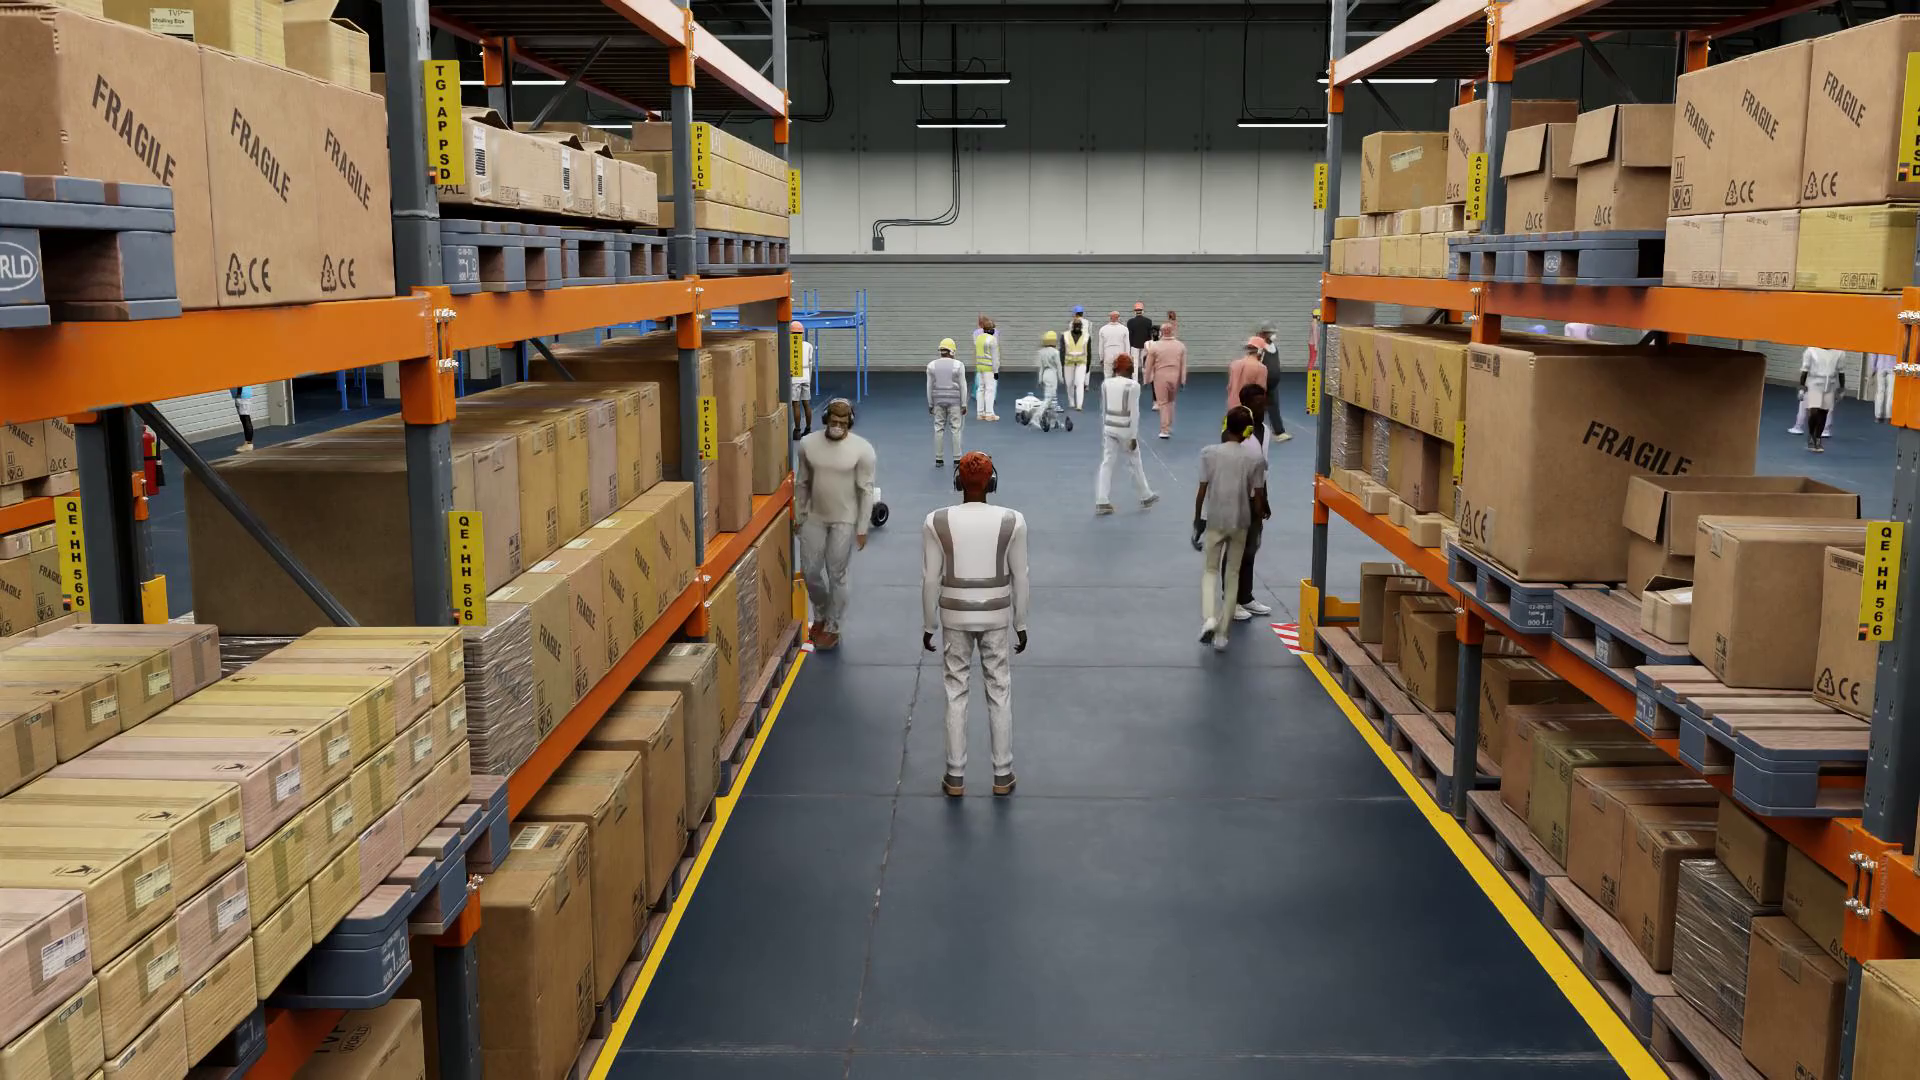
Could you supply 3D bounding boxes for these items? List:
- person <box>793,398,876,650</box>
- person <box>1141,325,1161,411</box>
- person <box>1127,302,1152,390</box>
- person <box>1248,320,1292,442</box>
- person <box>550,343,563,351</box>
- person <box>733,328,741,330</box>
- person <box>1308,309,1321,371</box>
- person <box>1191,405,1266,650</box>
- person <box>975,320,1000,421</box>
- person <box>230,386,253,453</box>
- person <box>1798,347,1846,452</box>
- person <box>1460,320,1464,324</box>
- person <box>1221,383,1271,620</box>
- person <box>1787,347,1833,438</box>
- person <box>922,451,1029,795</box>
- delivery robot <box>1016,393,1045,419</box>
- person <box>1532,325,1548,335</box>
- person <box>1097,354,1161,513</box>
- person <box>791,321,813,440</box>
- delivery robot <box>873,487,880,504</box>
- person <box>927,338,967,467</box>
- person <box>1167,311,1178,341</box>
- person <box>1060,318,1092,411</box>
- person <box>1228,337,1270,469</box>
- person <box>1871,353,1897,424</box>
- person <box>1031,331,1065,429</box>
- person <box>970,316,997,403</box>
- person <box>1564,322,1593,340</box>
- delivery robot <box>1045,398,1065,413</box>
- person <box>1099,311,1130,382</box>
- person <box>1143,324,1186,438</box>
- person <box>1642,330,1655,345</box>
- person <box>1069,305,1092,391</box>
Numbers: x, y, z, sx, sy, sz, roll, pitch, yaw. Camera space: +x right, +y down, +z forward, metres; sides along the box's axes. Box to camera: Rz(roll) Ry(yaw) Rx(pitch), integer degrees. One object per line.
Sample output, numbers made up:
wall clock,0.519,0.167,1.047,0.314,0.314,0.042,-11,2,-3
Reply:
person,-0.967,-0.116,12.447,0.691,1.901,0.435,3,10,19
person,3.792,-3.355,32.538,0.548,1.662,0.749,5,11,26
person,4.081,-4.420,37.963,0.612,1.991,0.392,-2,10,-13
person,4.905,-2.597,27.030,0.675,2.000,1.044,-8,13,-41
person,-6.450,-2.396,26.986,0.673,1.614,0.503,-4,10,-21
person,-3.760,-2.654,27.945,0.525,1.814,0.879,-2,10,-11
person,8.787,-4.830,41.127,0.339,1.757,0.518,1,10,6
person,2.007,-0.087,12.471,0.541,1.841,0.387,2,10,12
person,0.522,-3.135,30.765,0.431,1.836,0.619,-6,11,-30
person,-11.005,-2.185,25.457,0.322,1.697,0.531,-3,10,-15
person,13.217,-2.314,25.464,0.645,1.947,0.459,1,10,4
person,10.007,-3.601,33.514,0.522,1.847,0.818,5,11,27
person,2.353,-0.329,13.689,0.393,1.918,0.591,8,12,39
person,14.302,-2.663,27.797,0.648,1.871,0.863,-1,10,-9
person,0.085,0.453,9.098,0.583,1.882,0.337,0,9,-1
delivery robot,1.282,-2.430,30.187,0.477,0.478,0.707,-4,10,-20
person,9.326,-2.579,27.240,0.629,1.903,0.996,-6,11,-33
person,1.941,-1.255,19.466,0.596,1.834,0.954,9,13,43
person,-2.671,-2.626,27.382,0.364,1.939,0.542,9,13,42
delivery robot,-1.206,-0.452,18.342,0.477,0.478,0.707,8,12,39
person,-0.174,-1.960,23.739,0.586,1.823,0.403,3,10,16
person,5.518,-5.141,43.333,0.313,1.642,0.513,5,11,28
person,2.297,-3.506,33.036,0.629,1.815,0.817,1,10,7
person,3.890,-1.764,22.359,1.116,1.892,0.631,-7,12,-35
person,16.882,-3.093,30.200,0.356,1.939,0.637,-7,12,-36
person,1.532,-2.804,29.126,0.807,1.719,0.485,-6,11,-31
person,0.512,-3.765,34.622,0.565,1.797,0.978,-3,10,-20
person,13.366,-4.079,35.950,0.617,1.997,1.056,1,10,5
delivery robot,1.648,-2.355,28.961,0.335,0.223,0.698,-2,10,-11
person,3.177,-3.747,34.191,0.639,1.908,0.409,2,10,12
person,3.378,-2.655,27.721,0.675,1.873,0.851,-2,10,-14
person,16.305,-4.605,39.381,0.930,1.878,0.567,-3,10,-19
person,2.719,-4.365,37.775,0.615,1.942,0.409,-5,11,-30
